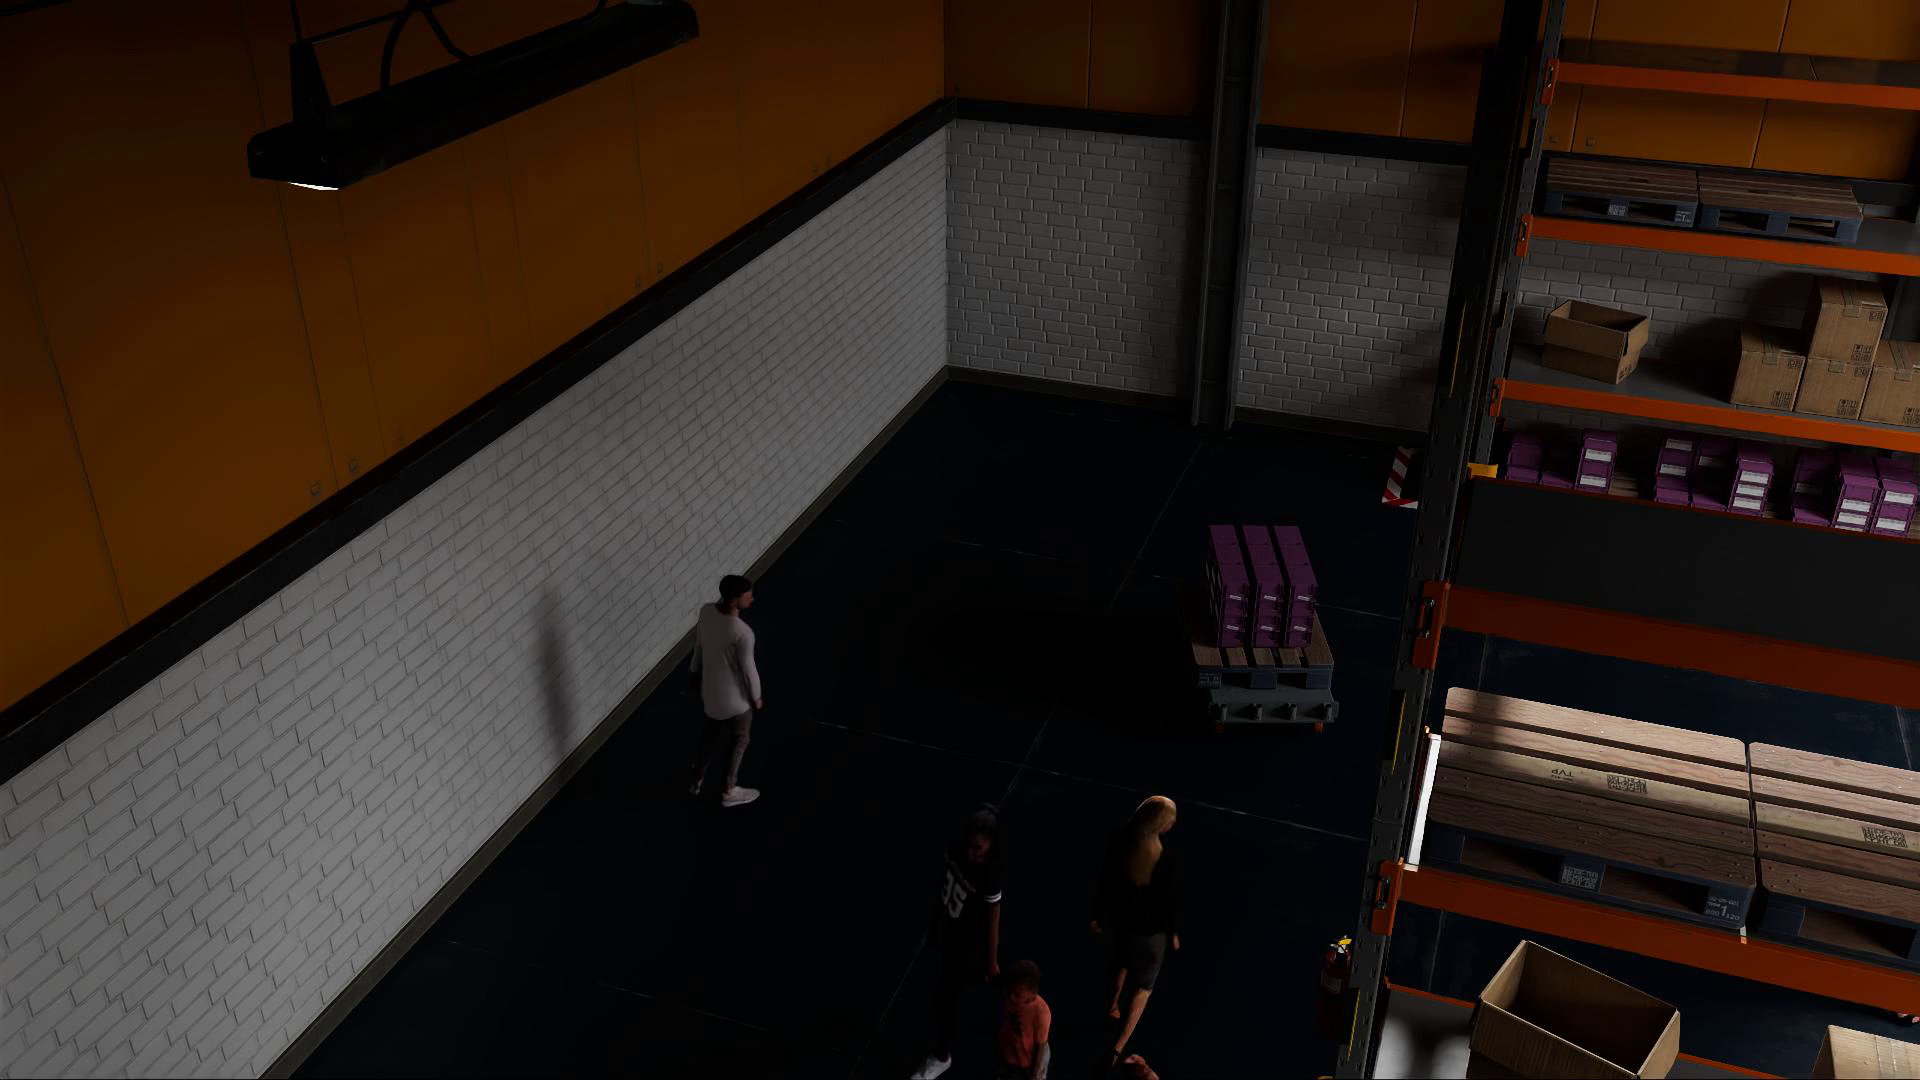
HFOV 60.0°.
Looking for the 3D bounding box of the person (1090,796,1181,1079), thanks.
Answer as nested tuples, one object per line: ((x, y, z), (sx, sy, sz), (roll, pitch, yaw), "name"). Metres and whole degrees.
((0.945, 2.193, 9.016), (0.996, 1.806, 0.867), (15, 32, 25), "person")

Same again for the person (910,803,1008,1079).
((0.091, 2.184, 9.146), (1.107, 1.696, 1.071), (-12, 31, -21), "person")

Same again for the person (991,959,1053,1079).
((0.389, 2.647, 8.719), (0.674, 1.293, 0.600), (-20, 34, -32), "person")

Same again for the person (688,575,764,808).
((-1.624, 1.014, 11.185), (0.736, 1.799, 0.978), (15, 32, 25), "person")
